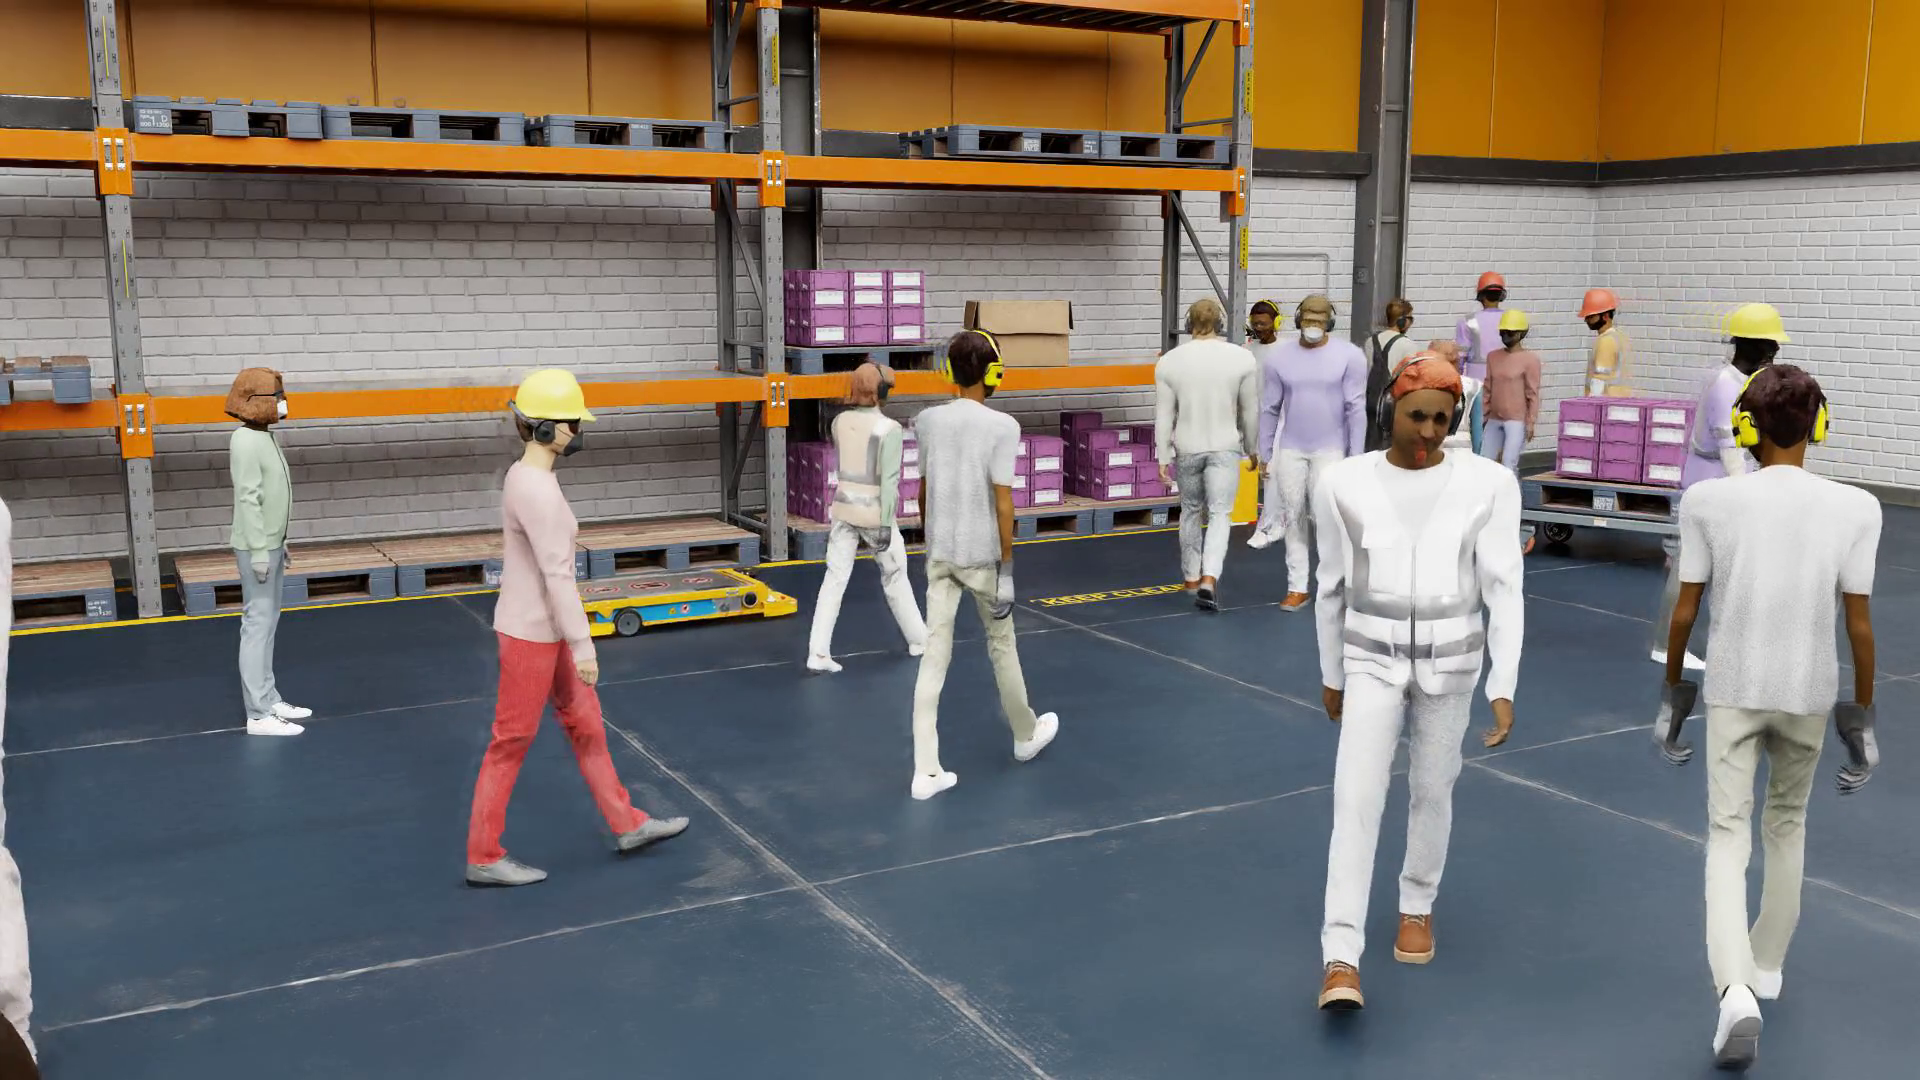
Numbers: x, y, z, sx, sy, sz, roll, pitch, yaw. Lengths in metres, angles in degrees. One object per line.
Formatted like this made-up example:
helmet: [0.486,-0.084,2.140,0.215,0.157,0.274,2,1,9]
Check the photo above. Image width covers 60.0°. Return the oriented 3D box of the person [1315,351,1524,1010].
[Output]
person: [1.272,0.396,4.681,0.576,1.831,0.951,2,10,15]

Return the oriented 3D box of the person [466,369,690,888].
person: [-1.291,0.299,5.567,0.846,1.725,0.553,-3,10,-17]

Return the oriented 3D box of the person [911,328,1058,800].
person: [0.072,0.073,6.706,0.546,1.819,0.965,5,11,29]

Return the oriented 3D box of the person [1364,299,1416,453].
person: [3.564,-1.057,13.615,0.832,1.803,0.494,-9,13,-43]

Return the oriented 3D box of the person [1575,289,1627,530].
person: [5.070,-1.022,13.125,0.465,1.903,0.581,4,10,23]

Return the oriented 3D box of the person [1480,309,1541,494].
person: [4.369,-0.950,13.148,0.491,1.750,0.537,-5,11,-30]

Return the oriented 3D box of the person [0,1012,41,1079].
person: [-2.304,0.586,3.314,1.020,1.911,0.633,-2,10,-12]

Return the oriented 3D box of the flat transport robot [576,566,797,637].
flat transport robot: [-1.739,0.349,9.731,1.431,0.197,0.652,-5,11,-30]

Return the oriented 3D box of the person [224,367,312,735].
person: [-3.099,0.046,7.430,0.278,1.634,0.497,-2,10,-12]

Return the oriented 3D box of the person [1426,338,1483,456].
person: [3.215,-0.524,10.992,0.521,1.607,0.778,1,9,4]

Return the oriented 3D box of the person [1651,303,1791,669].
person: [3.993,-0.240,8.426,0.902,1.889,0.597,6,11,33]

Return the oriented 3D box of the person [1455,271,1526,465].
person: [4.692,-1.370,14.826,0.628,2.040,0.389,0,9,1]

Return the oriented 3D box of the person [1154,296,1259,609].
person: [1.504,-0.540,10.214,0.630,1.907,0.924,2,10,15]

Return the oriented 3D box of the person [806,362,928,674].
person: [-0.480,-0.116,8.584,0.528,1.588,0.902,8,12,40]

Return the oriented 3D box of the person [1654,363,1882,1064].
person: [2.156,0.446,4.436,0.536,1.826,0.868,3,10,20]

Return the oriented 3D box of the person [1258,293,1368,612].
person: [2.098,-0.515,9.986,0.663,1.917,0.448,5,11,28]

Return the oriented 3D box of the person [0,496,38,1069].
person: [-2.590,0.451,4.119,0.646,1.913,0.409,7,12,36]

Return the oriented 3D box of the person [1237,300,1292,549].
person: [2.288,-0.852,12.323,0.581,1.827,0.872,8,12,39]
